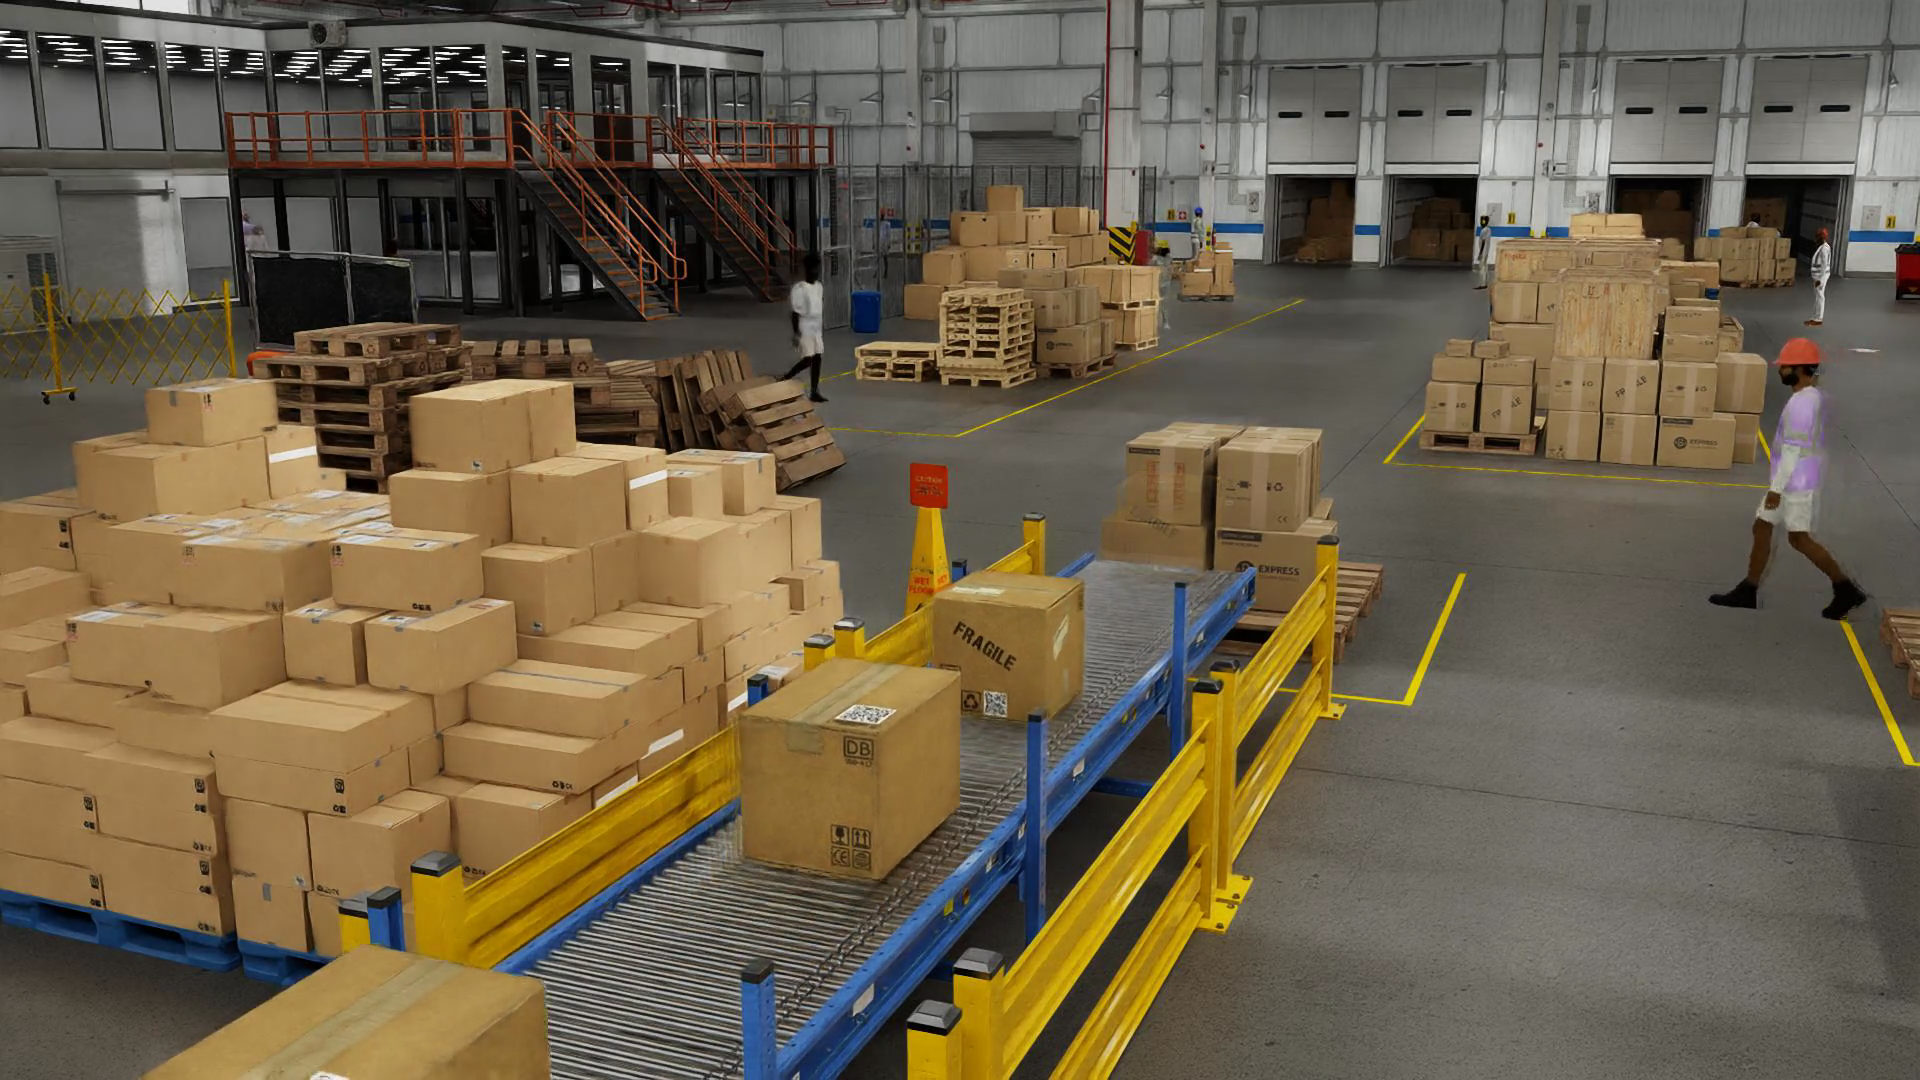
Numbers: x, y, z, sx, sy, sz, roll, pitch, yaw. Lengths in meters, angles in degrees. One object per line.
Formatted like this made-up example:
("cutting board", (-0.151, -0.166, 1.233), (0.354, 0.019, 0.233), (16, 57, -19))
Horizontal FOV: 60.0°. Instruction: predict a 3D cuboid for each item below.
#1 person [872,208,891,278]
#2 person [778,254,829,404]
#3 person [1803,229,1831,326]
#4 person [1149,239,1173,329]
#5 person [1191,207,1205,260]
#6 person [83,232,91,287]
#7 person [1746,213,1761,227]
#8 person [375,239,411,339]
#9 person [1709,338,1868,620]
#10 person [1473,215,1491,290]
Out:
("person", (-2.205, -8.332, 46.700), (0.548, 1.934, 0.376), (4, 13, 16))
("person", (-2.007, -2.727, 21.545), (0.590, 1.946, 0.608), (7, 15, 30))
("person", (16.668, -5.089, 32.262), (0.355, 1.887, 0.573), (5, 14, 23))
("person", (3.821, -4.931, 31.964), (0.494, 1.707, 0.841), (-4, 13, -17))
("person", (6.846, -8.575, 47.805), (0.424, 1.950, 0.621), (-3, 13, -15))
("person", (-22.384, -7.436, 42.906), (0.565, 1.827, 0.940), (4, 13, 16))
("person", (21.799, -8.067, 45.720), (0.429, 1.844, 0.627), (2, 13, 9))
("person", (-9.218, -3.960, 27.197), (0.792, 1.893, 0.595), (9, 16, 36))
("person", (5.700, -0.409, 11.248), (0.920, 1.907, 0.559), (6, 14, 24))
("person", (13.246, -7.271, 42.098), (0.309, 1.864, 0.535), (9, 15, 34))
